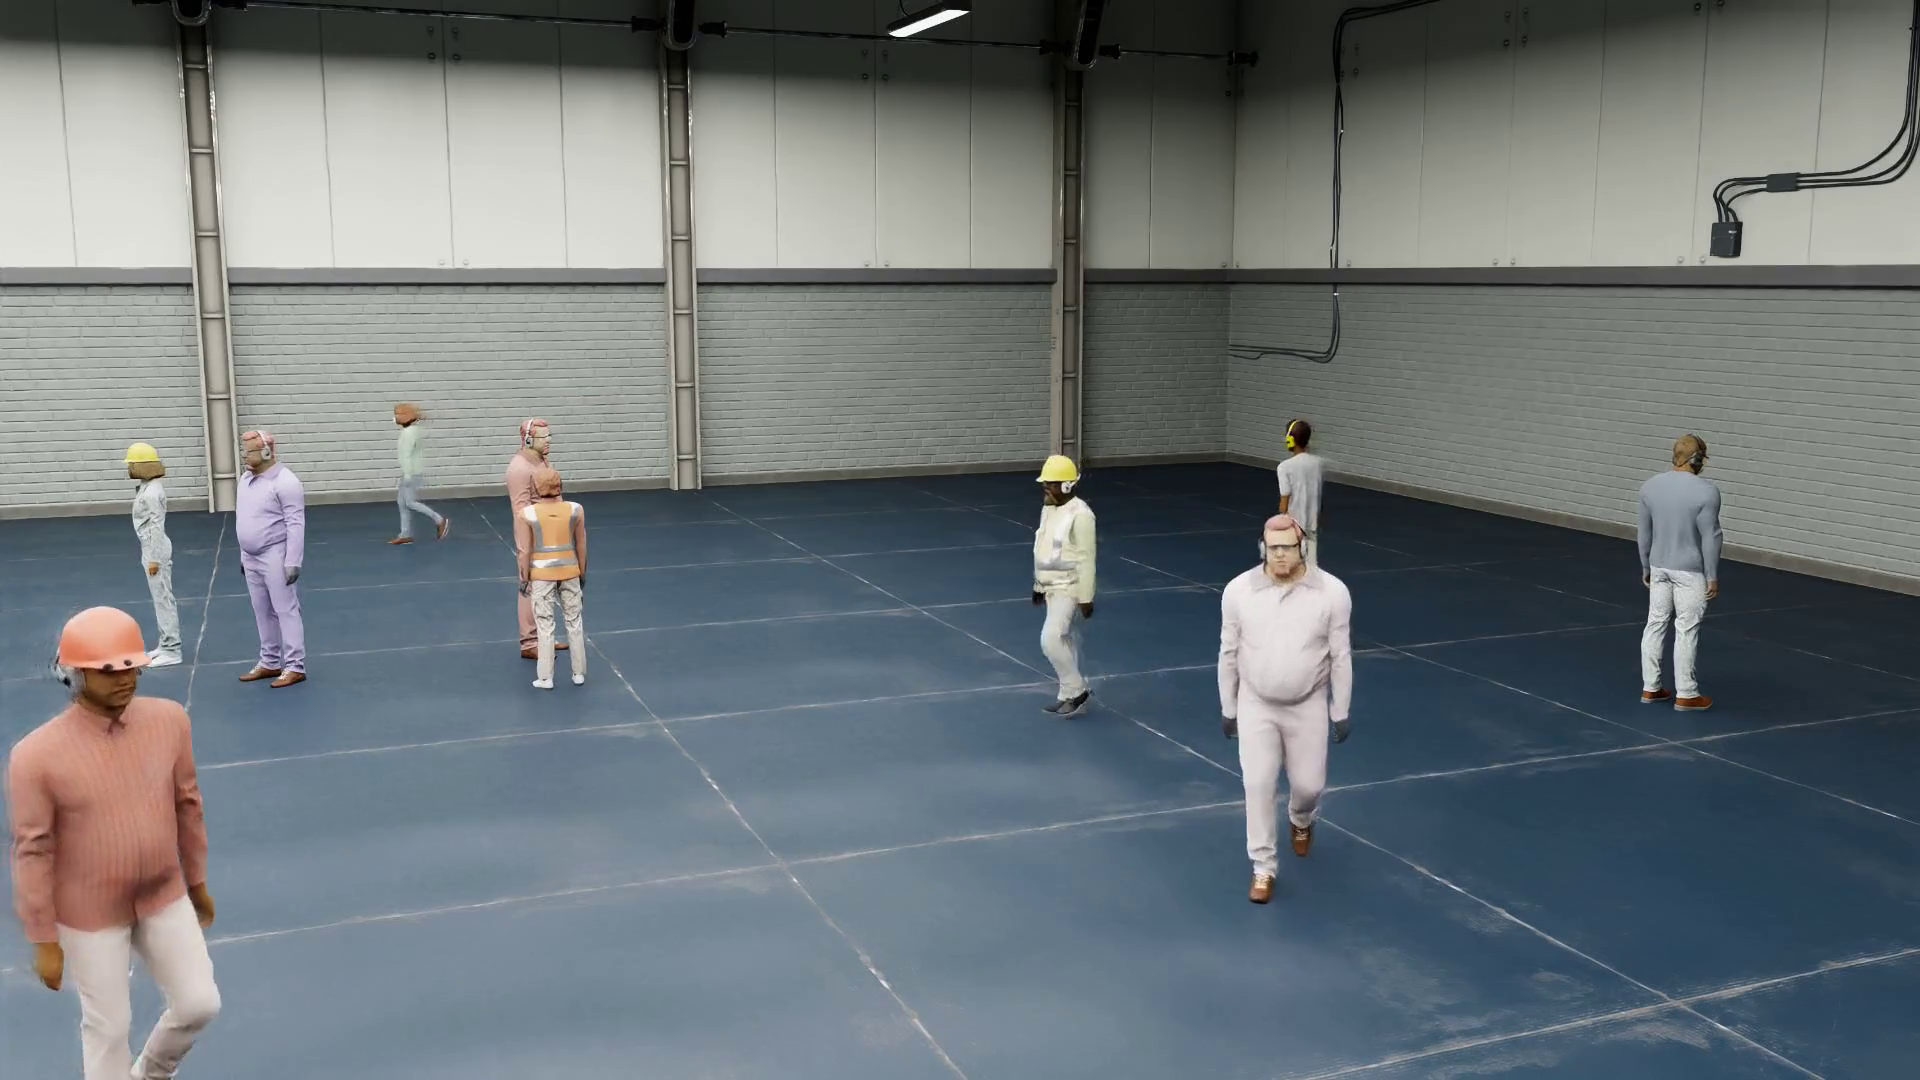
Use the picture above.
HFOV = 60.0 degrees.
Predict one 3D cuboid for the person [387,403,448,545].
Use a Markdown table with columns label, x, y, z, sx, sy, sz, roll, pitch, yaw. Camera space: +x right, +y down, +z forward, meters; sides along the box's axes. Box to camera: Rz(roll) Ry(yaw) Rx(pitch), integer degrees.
| label | x | y | z | sx | sy | sz | roll | pitch | yaw |
| --- | --- | --- | --- | --- | --- | --- | --- | --- | --- |
| person | -6.147 | -0.744 | 18.727 | 0.591 | 1.613 | 0.510 | -4 | 10 | -25 |

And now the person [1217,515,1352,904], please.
| label | x | y | z | sx | sy | sz | roll | pitch | yaw |
| --- | --- | --- | --- | --- | --- | --- | --- | --- | --- |
| person | 1.594 | 0.794 | 8.211 | 0.654 | 1.882 | 0.687 | 2 | 9 | 14 |

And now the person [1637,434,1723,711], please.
| label | x | y | z | sx | sy | sz | roll | pitch | yaw |
| --- | --- | --- | --- | --- | --- | --- | --- | --- | --- |
| person | 5.036 | 0.224 | 11.649 | 0.371 | 1.934 | 0.627 | -5 | 11 | -31 |

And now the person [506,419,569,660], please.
| label | x | y | z | sx | sy | sz | roll | pitch | yaw |
| --- | --- | --- | --- | --- | --- | --- | --- | --- | --- |
| person | -3.341 | -0.013 | 13.216 | 0.408 | 1.906 | 0.654 | 0 | 9 | 3 |

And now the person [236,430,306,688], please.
| label | x | y | z | sx | sy | sz | roll | pitch | yaw |
| --- | --- | --- | --- | --- | --- | --- | --- | --- | --- |
| person | -5.125 | 0.136 | 12.289 | 0.652 | 1.904 | 0.402 | 6 | 11 | 33 |

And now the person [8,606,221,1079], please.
| label | x | y | z | sx | sy | sz | roll | pitch | yaw |
| --- | --- | --- | --- | --- | --- | --- | --- | --- | --- |
| person | -2.728 | 1.188 | 5.429 | 0.429 | 1.983 | 0.645 | 6 | 11 | 33 |

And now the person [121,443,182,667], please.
| label | x | y | z | sx | sy | sz | roll | pitch | yaw |
| --- | --- | --- | --- | --- | --- | --- | --- | --- | --- |
| person | -6.299 | 0.111 | 12.954 | 0.320 | 1.742 | 0.492 | -5 | 10 | -28 |

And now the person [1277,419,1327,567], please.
| label | x | y | z | sx | sy | sz | roll | pitch | yaw |
| --- | --- | --- | --- | --- | --- | --- | --- | --- | --- |
| person | 2.891 | -0.082 | 13.870 | 0.524 | 1.844 | 0.787 | -4 | 10 | -22 |

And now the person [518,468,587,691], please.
| label | x | y | z | sx | sy | sz | roll | pitch | yaw |
| --- | --- | --- | --- | --- | --- | --- | --- | --- | --- |
| person | -2.977 | 0.284 | 12.189 | 0.513 | 1.639 | 0.313 | -5 | 10 | -29 |

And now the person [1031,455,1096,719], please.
| label | x | y | z | sx | sy | sz | roll | pitch | yaw |
| --- | --- | --- | --- | --- | --- | --- | --- | --- | --- |
| person | 0.691 | 0.325 | 11.377 | 0.424 | 1.818 | 0.591 | -3 | 9 | -17 |
